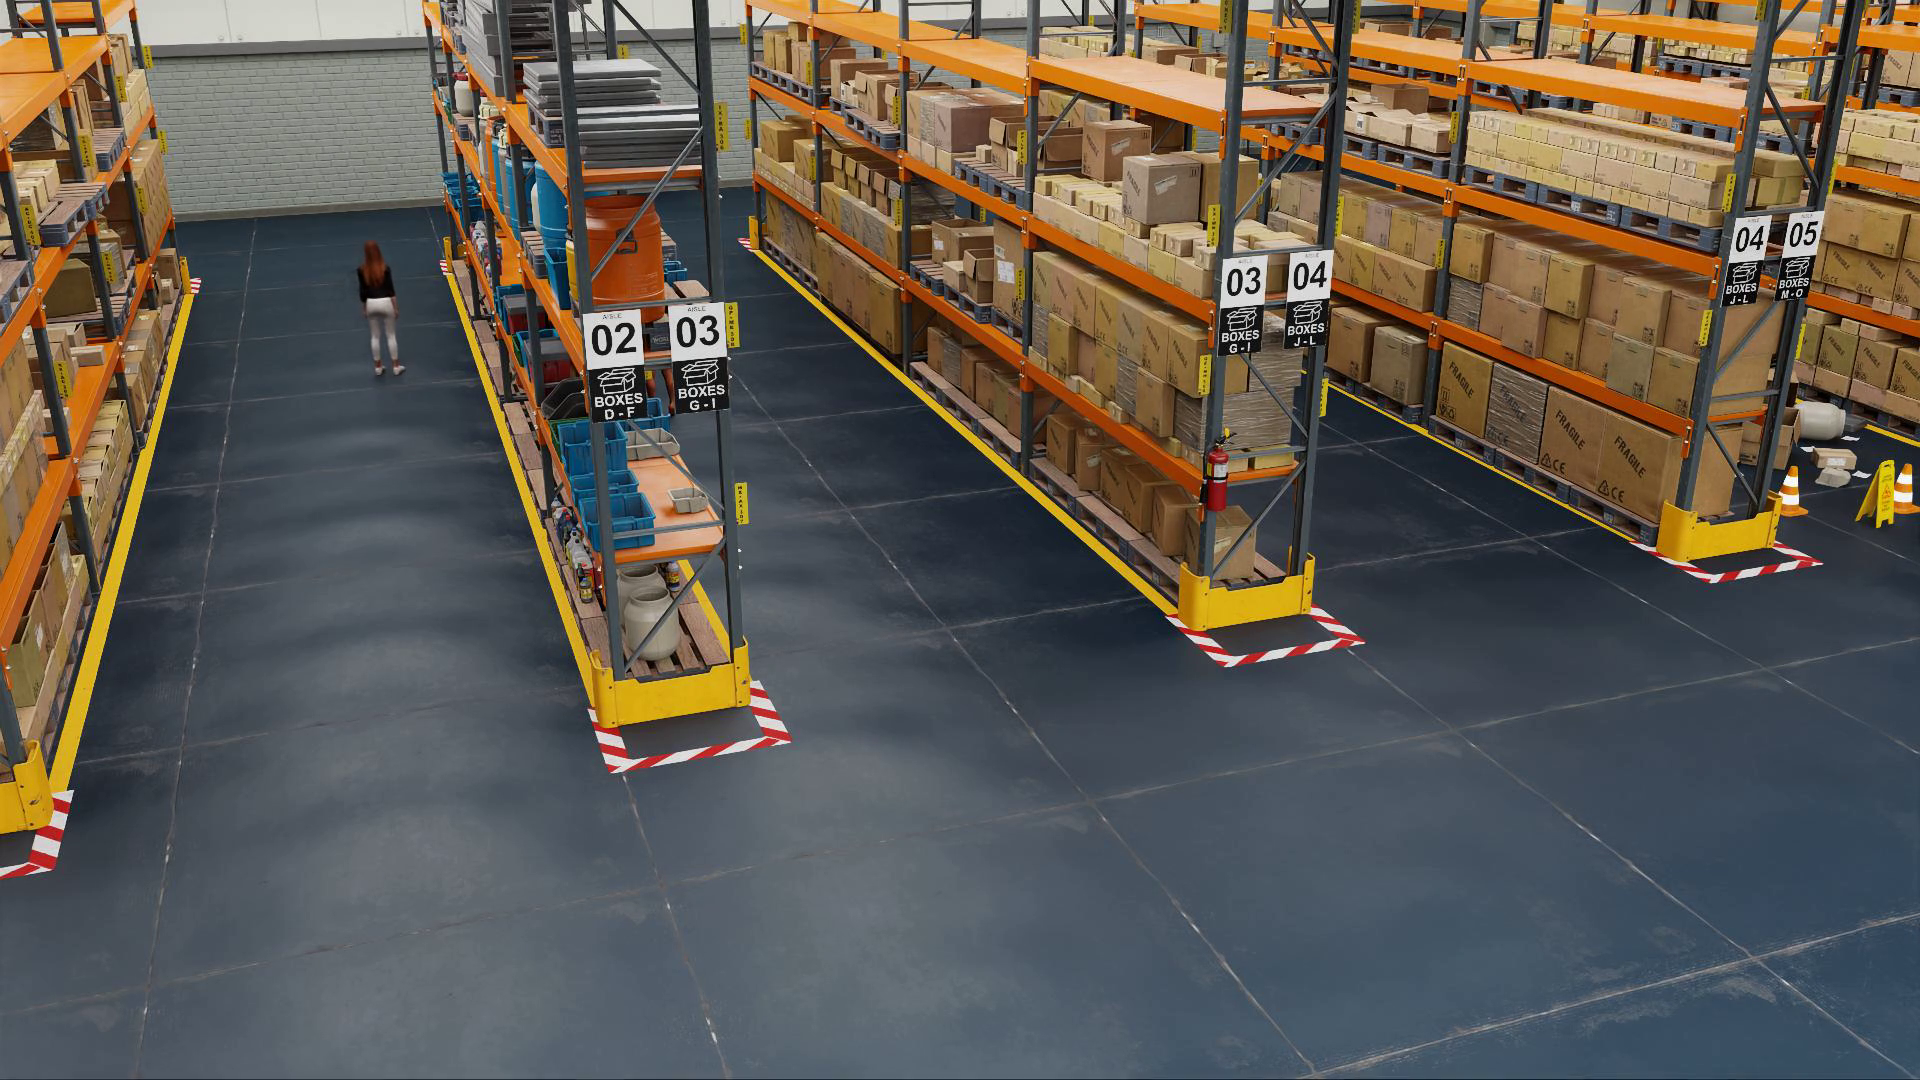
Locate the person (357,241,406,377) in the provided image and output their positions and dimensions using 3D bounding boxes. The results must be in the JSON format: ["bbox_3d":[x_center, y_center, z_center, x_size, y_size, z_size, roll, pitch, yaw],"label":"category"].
[{"bbox_3d":[-7.310,-2.918,20.937,0.655,1.700,0.629,-1,22,-3],"label":"person"}]
